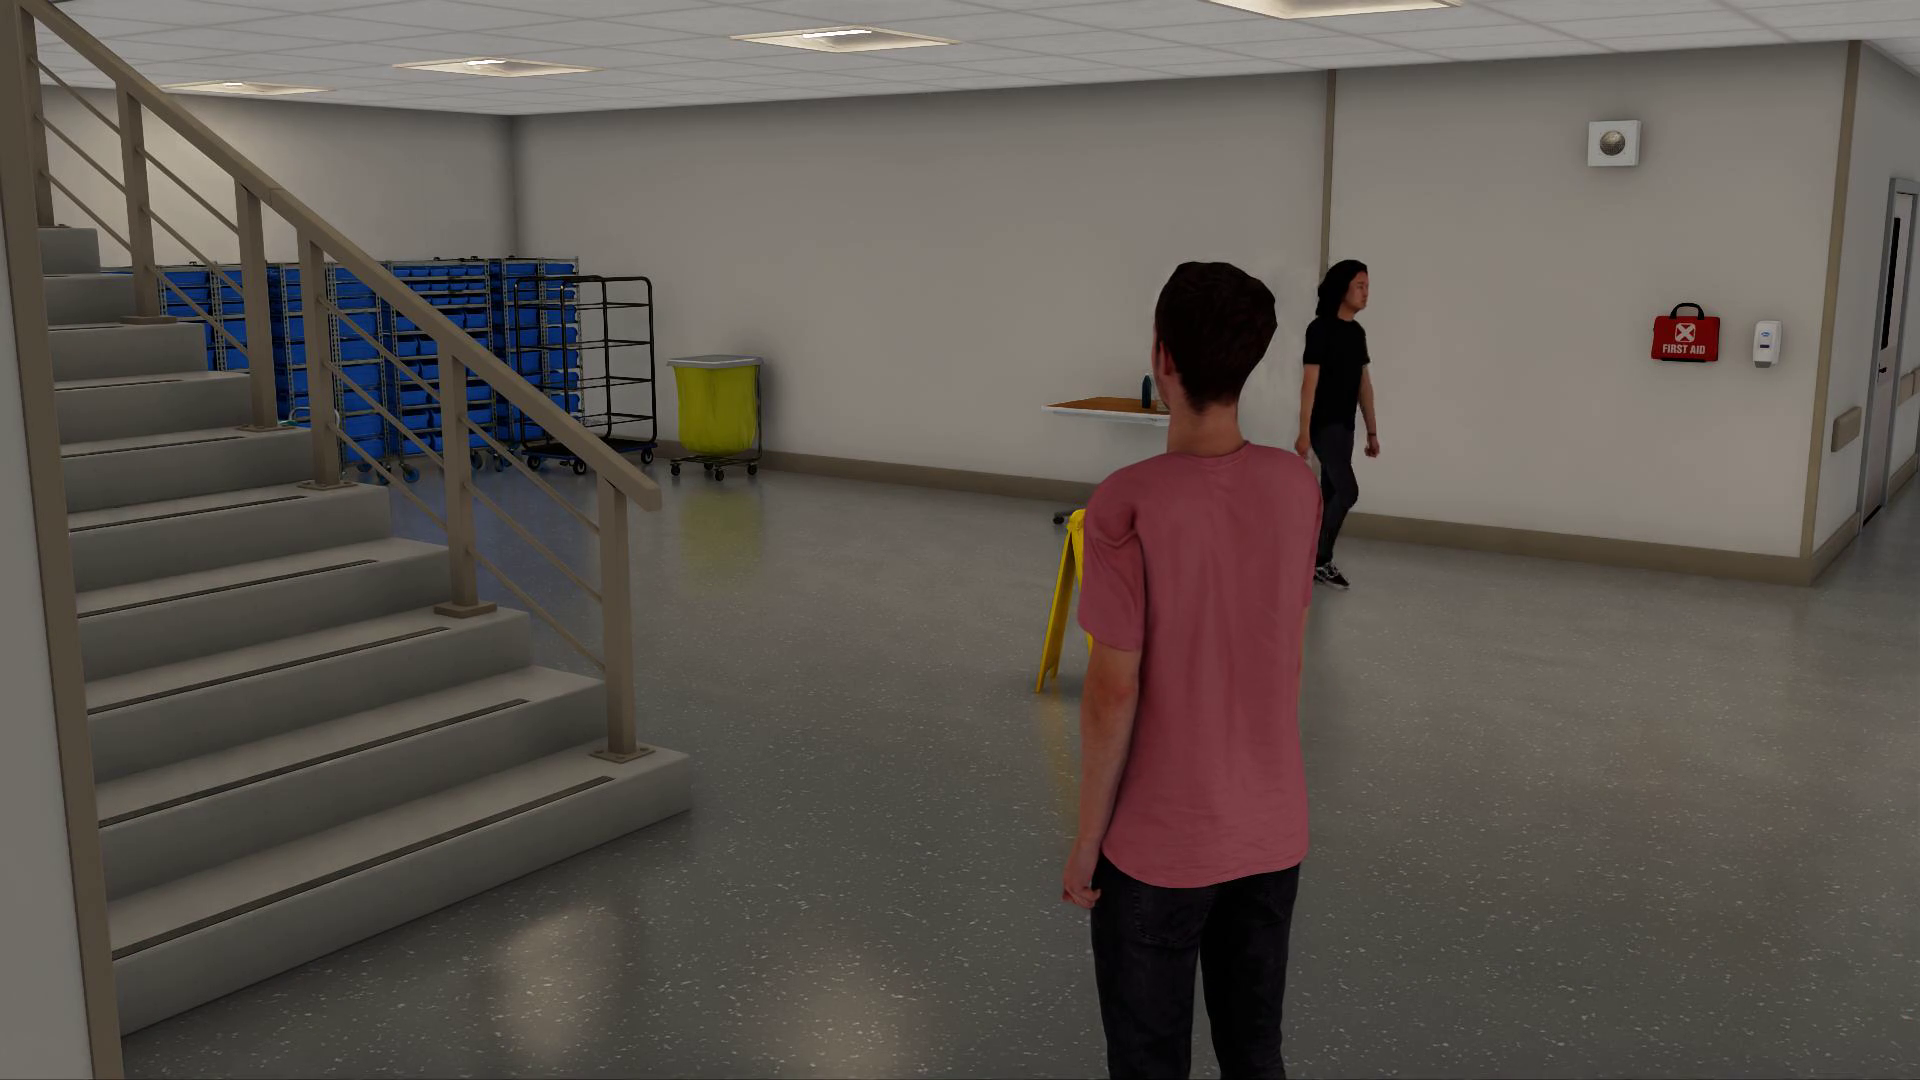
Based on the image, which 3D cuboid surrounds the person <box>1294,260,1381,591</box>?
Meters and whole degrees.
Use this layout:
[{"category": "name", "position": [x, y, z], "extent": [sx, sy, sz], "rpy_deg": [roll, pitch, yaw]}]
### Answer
[{"category": "person", "position": [2.003, -0.643, 9.265], "extent": [0.693, 1.824, 0.729], "rpy_deg": [10, 15, 44]}]

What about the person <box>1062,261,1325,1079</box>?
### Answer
[{"category": "person", "position": [0.413, 0.507, 2.875], "extent": [0.697, 1.958, 0.688], "rpy_deg": [-6, 12, -30]}]
